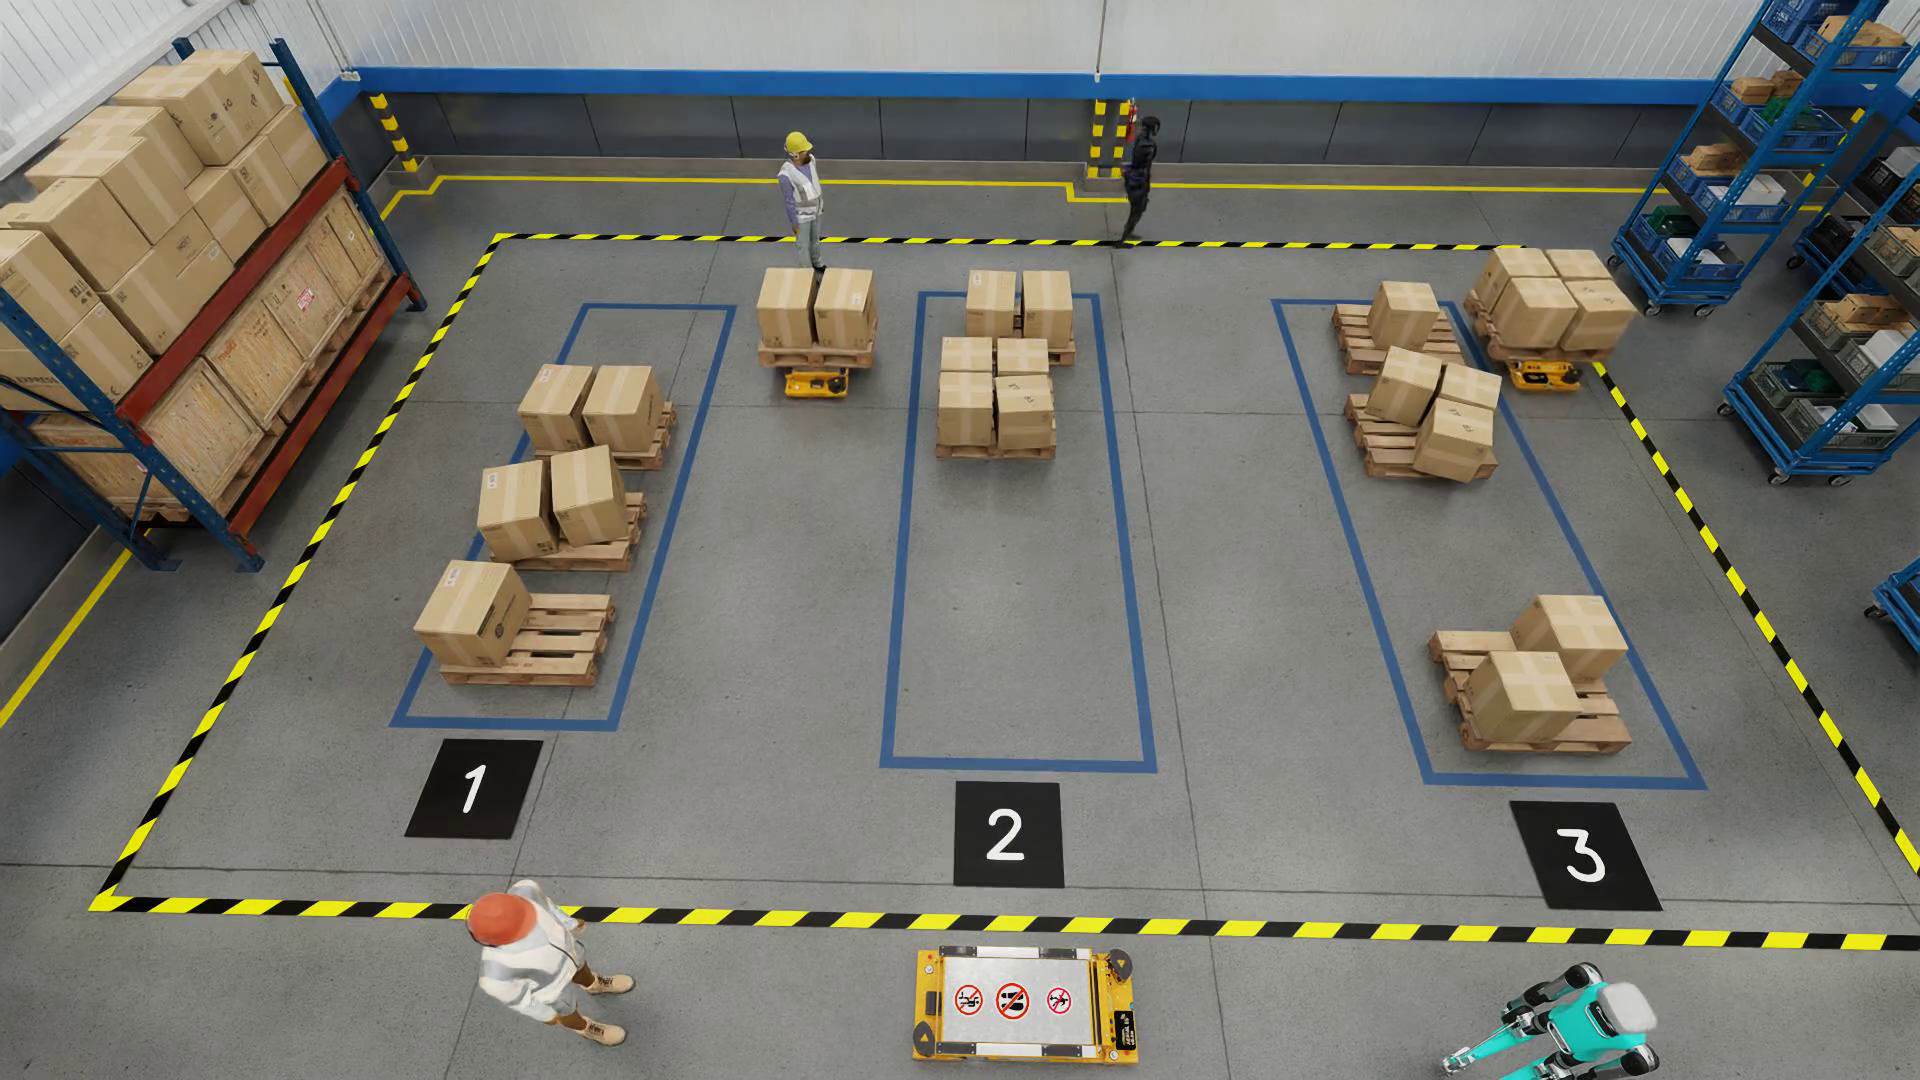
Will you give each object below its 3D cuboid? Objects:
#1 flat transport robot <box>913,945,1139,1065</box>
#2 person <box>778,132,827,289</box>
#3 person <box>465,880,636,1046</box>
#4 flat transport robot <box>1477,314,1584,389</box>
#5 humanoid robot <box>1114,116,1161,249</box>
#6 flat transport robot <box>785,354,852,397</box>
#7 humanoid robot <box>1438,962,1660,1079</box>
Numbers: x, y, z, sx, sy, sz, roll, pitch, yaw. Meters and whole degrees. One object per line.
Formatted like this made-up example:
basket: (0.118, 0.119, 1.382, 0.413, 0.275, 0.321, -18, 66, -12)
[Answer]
flat transport robot: (0.422, 3.041, 6.007, 1.431, 0.231, 0.659, 1, 51, 1)
person: (-1.768, -3.798, 10.569, 0.404, 1.837, 0.593, 22, 54, 17)
person: (-2.348, 2.469, 5.329, 0.375, 2.045, 0.604, -1, 51, 0)
flat transport robot: (6.371, -2.240, 10.294, 0.652, 0.197, 1.431, 1, 51, 1)
humanoid robot: (2.166, -4.308, 11.090, 0.455, 1.638, 0.613, -7, 51, -6)
flat transport robot: (-1.533, -2.143, 10.215, 0.652, 0.197, 1.431, 1, 51, 1)
humanoid robot: (3.108, 2.872, 5.112, 0.735, 1.675, 0.533, -12, 52, -10)
